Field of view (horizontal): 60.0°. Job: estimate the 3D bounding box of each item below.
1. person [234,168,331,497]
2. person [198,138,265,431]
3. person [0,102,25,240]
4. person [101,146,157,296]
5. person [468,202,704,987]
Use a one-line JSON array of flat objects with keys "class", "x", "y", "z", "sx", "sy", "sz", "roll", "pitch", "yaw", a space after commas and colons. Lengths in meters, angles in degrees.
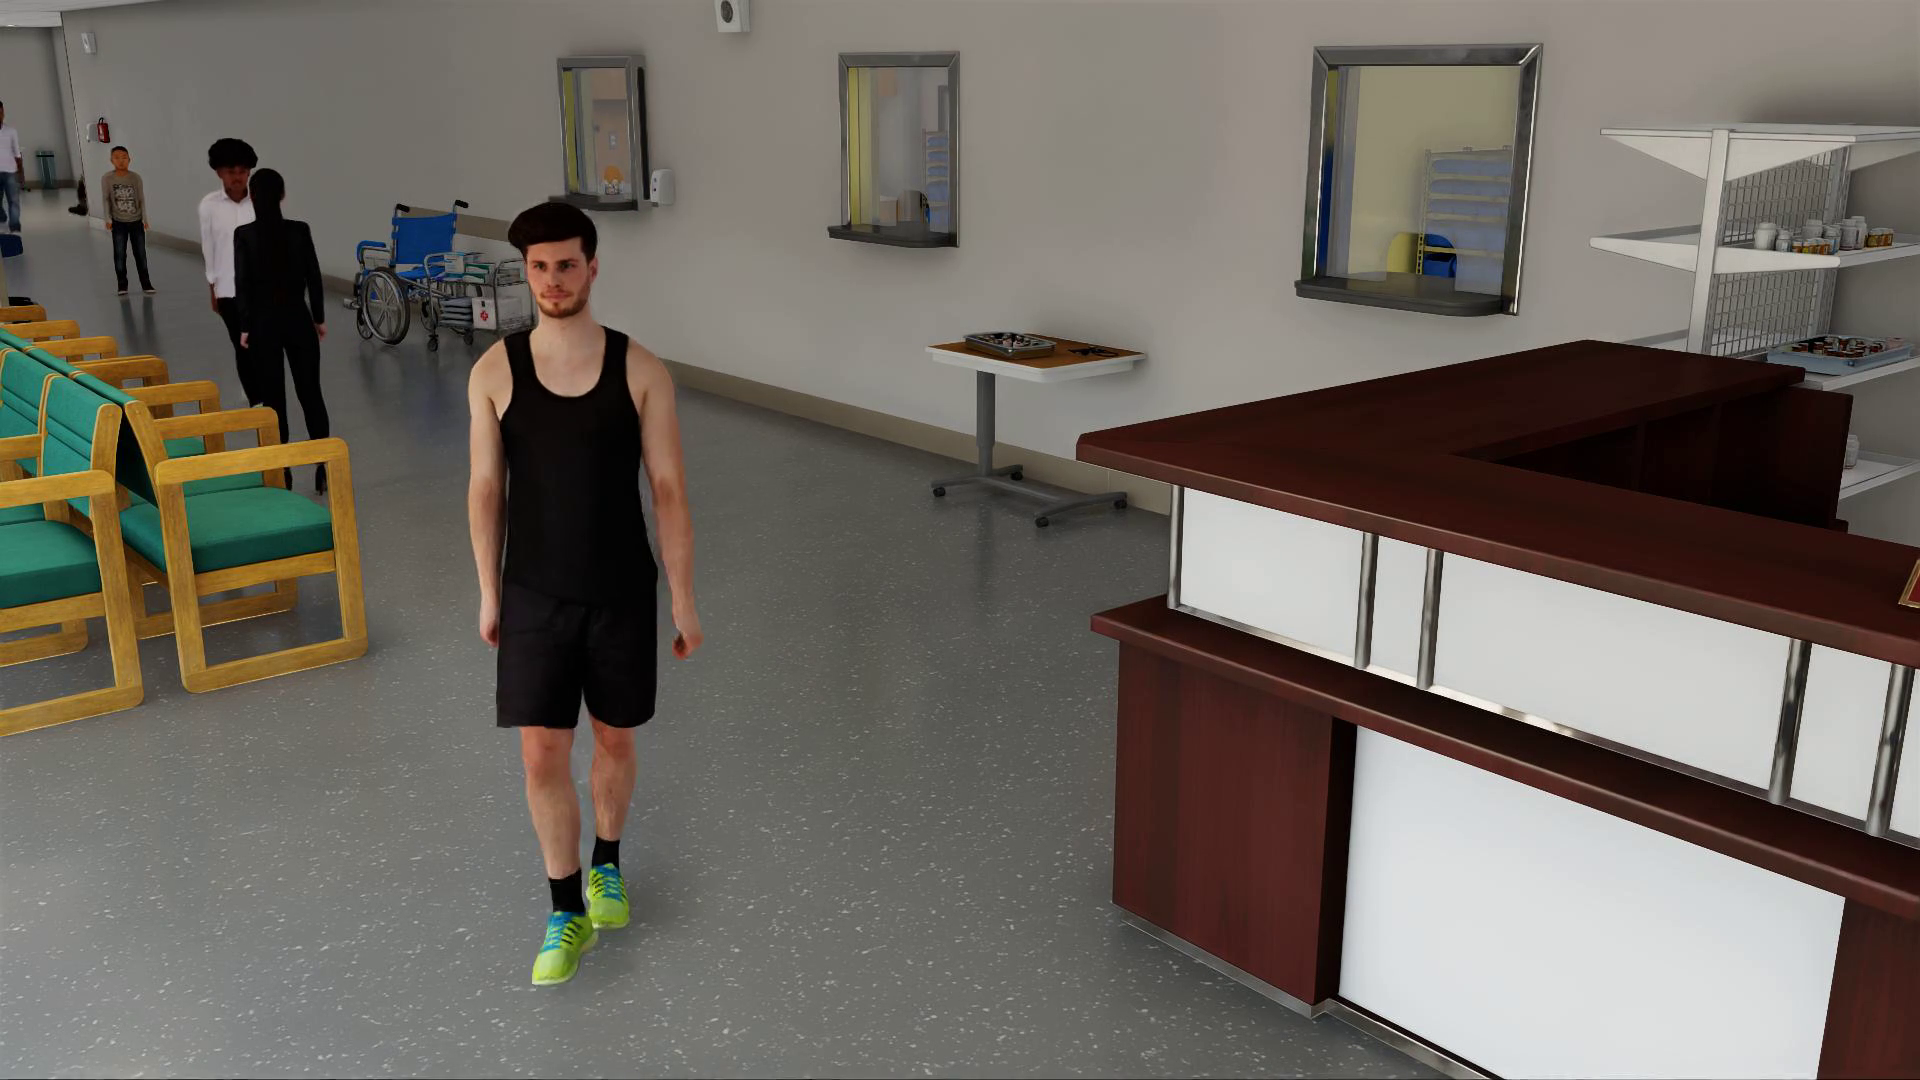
[{"class": "person", "x": -3.526, "y": -1.070, "z": 8.668, "sx": 0.453, "sy": 1.711, "sz": 0.664, "roll": -10, "pitch": 19, "yaw": -32}, {"class": "person", "x": -4.481, "y": -1.584, "z": 10.378, "sx": 1.021, "sy": 1.772, "sz": 0.846, "roll": -8, "pitch": 18, "yaw": -26}, {"class": "person", "x": -12.811, "y": -4.942, "z": 22.235, "sx": 0.816, "sy": 1.802, "sz": 0.766, "roll": -10, "pitch": 19, "yaw": -32}, {"class": "person", "x": -8.400, "y": -3.224, "z": 16.764, "sx": 0.465, "sy": 1.463, "sz": 0.617, "roll": -11, "pitch": 19, "yaw": -33}, {"class": "person", "x": -0.951, "y": 0.100, "z": 4.215, "sx": 0.931, "sy": 1.874, "sz": 0.973, "roll": -3, "pitch": 16, "yaw": -11}]
